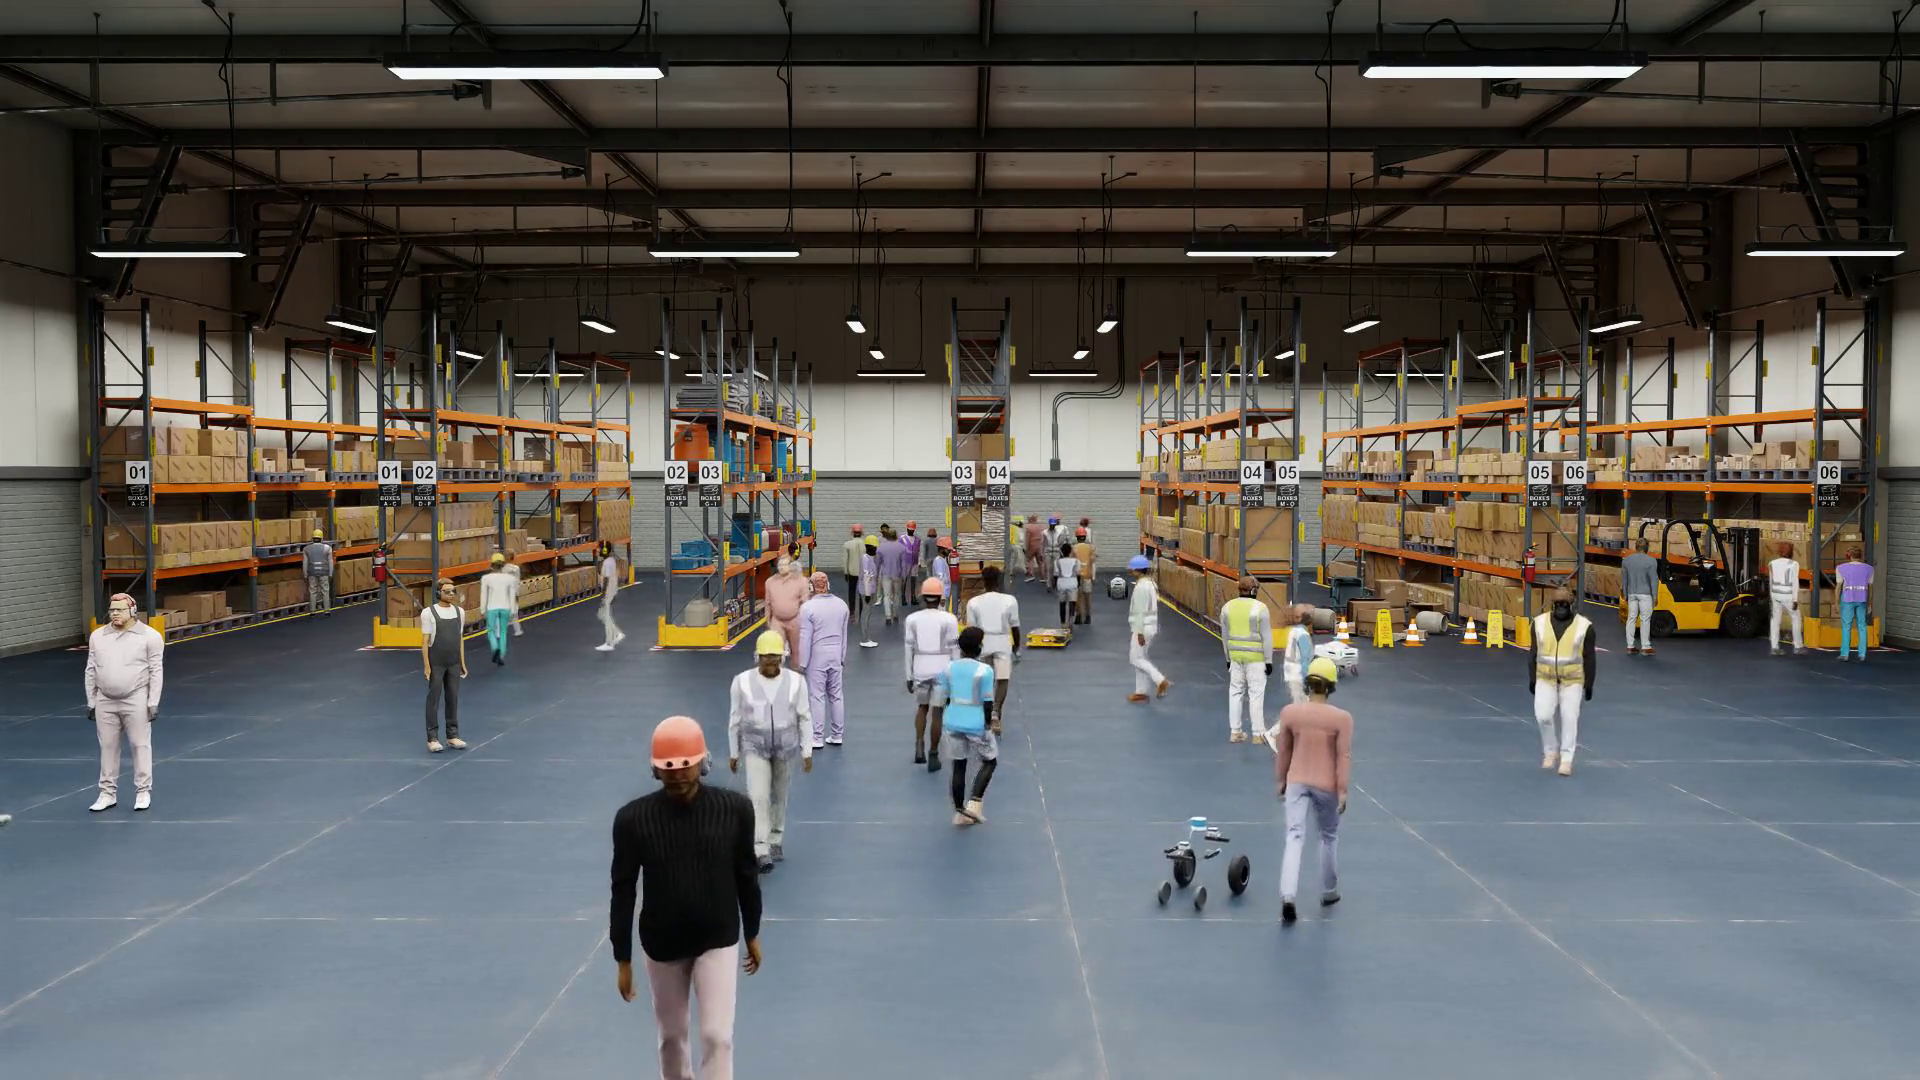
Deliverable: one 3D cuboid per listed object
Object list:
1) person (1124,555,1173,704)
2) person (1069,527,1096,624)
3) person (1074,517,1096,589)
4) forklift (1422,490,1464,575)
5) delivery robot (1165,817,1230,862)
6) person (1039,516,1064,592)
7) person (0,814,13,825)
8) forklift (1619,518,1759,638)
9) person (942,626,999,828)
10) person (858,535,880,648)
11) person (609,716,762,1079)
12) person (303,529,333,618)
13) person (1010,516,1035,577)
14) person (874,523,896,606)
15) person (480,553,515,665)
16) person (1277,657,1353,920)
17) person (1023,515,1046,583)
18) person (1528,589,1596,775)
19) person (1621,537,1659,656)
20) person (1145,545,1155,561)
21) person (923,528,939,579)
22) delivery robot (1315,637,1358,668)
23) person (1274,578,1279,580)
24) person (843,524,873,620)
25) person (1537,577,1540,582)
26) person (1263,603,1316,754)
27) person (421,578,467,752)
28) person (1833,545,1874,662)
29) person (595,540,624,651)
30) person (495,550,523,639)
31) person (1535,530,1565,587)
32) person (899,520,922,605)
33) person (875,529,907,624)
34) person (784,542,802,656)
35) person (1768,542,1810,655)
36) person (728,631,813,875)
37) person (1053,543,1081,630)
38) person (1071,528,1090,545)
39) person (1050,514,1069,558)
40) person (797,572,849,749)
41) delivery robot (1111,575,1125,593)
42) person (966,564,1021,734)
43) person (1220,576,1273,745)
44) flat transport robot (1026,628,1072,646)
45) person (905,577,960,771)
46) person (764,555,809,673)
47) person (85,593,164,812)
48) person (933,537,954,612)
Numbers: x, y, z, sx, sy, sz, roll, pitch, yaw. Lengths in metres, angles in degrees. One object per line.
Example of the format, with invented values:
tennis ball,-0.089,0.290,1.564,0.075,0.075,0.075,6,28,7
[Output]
person,2.413,1.153,20.827,0.563,1.932,0.607,1,2,17
person,2.416,0.701,32.060,0.546,1.938,0.375,0,2,-7
person,3.190,0.343,41.904,0.513,1.871,0.543,2,3,41
forklift,13.926,-0.371,47.846,1.873,2.768,1.129,0,2,0
delivery robot,1.669,2.053,11.273,0.335,0.223,0.698,1,3,31
person,2.311,0.362,40.729,0.656,1.919,0.579,0,2,-3
person,-8.537,1.410,13.516,1.032,1.999,0.624,0,2,-7
forklift,13.417,0.684,29.791,2.313,2.155,1.214,0,2,0
person,0.086,1.560,13.494,0.537,1.686,0.363,2,3,34
person,-1.561,0.878,27.776,0.388,1.920,0.590,0,2,1
person,-1.138,1.699,6.727,0.631,1.943,0.940,0,2,-9
person,-13.278,0.697,33.409,0.586,1.835,0.403,-1,2,-19
person,1.760,0.200,46.565,0.928,1.775,0.614,1,2,24
person,-1.707,0.552,36.598,0.511,1.872,0.328,0,2,2
person,-7.144,1.072,24.999,0.534,1.756,0.486,-1,3,-26
person,2.360,1.656,10.861,0.534,1.729,0.907,1,3,27
person,2.038,0.245,44.328,0.729,1.873,0.595,-2,3,-44
person,5.928,1.393,15.915,0.647,1.827,0.456,1,3,30
person,11.188,0.918,26.541,0.355,1.938,0.637,-2,3,-33
person,5.654,0.077,47.992,0.371,1.915,0.595,-1,2,-13
person,-0.705,0.492,41.652,0.500,1.586,0.872,0,2,-2
delivery robot,5.568,1.680,23.894,0.477,0.478,0.707,-1,2,-22
person,7.703,0.410,39.284,0.501,1.943,0.754,0,2,-10
person,-2.088,0.651,33.075,0.634,1.955,0.952,0,2,-6
person,13.162,0.626,36.454,0.320,1.737,0.483,-1,3,-25
person,3.473,1.459,16.803,0.536,1.617,0.538,0,2,3
person,-5.529,1.330,17.335,0.345,1.847,0.508,2,3,40
person,14.169,1.008,25.572,0.566,1.839,0.379,0,2,7
person,-5.964,0.931,27.209,0.405,1.856,0.556,0,2,-2
person,-8.158,0.984,29.095,0.523,1.594,0.854,0,2,6
person,11.352,0.705,30.976,0.611,2.021,0.890,0,2,-5
person,-1.126,0.518,36.752,0.543,1.928,0.374,-1,3,-25
person,-1.372,0.727,32.142,0.653,1.889,1.048,0,2,-3
person,-2.700,0.964,26.324,0.510,1.865,0.329,2,3,42
person,13.609,0.958,26.500,0.833,1.853,0.606,-1,2,-24
person,-1.412,1.570,12.107,0.616,1.778,0.958,-1,2,-14
person,2.026,0.884,30.609,0.533,1.676,0.681,0,2,6
person,3.081,0.482,41.327,0.498,1.631,0.279,0,2,8
person,2.721,0.234,44.297,0.611,1.909,0.471,-1,2,-22
person,-1.509,1.297,17.482,0.639,1.904,0.402,-2,3,-43
delivery robot,3.811,1.082,38.939,0.477,0.478,0.707,0,2,5
person,0.371,1.243,18.410,0.617,1.939,0.832,0,2,11
person,3.183,1.314,17.785,0.627,1.844,0.429,2,3,43
flat transport robot,1.563,1.695,28.171,0.652,0.197,1.431,0,2,9
person,-0.269,1.333,16.207,0.544,1.923,0.491,1,2,15
person,-2.380,1.131,22.218,0.655,1.854,0.995,0,2,4
person,-7.379,1.423,14.230,0.643,1.909,0.410,0,2,-7
person,-0.280,0.914,26.786,0.373,1.928,0.543,0,2,-2
